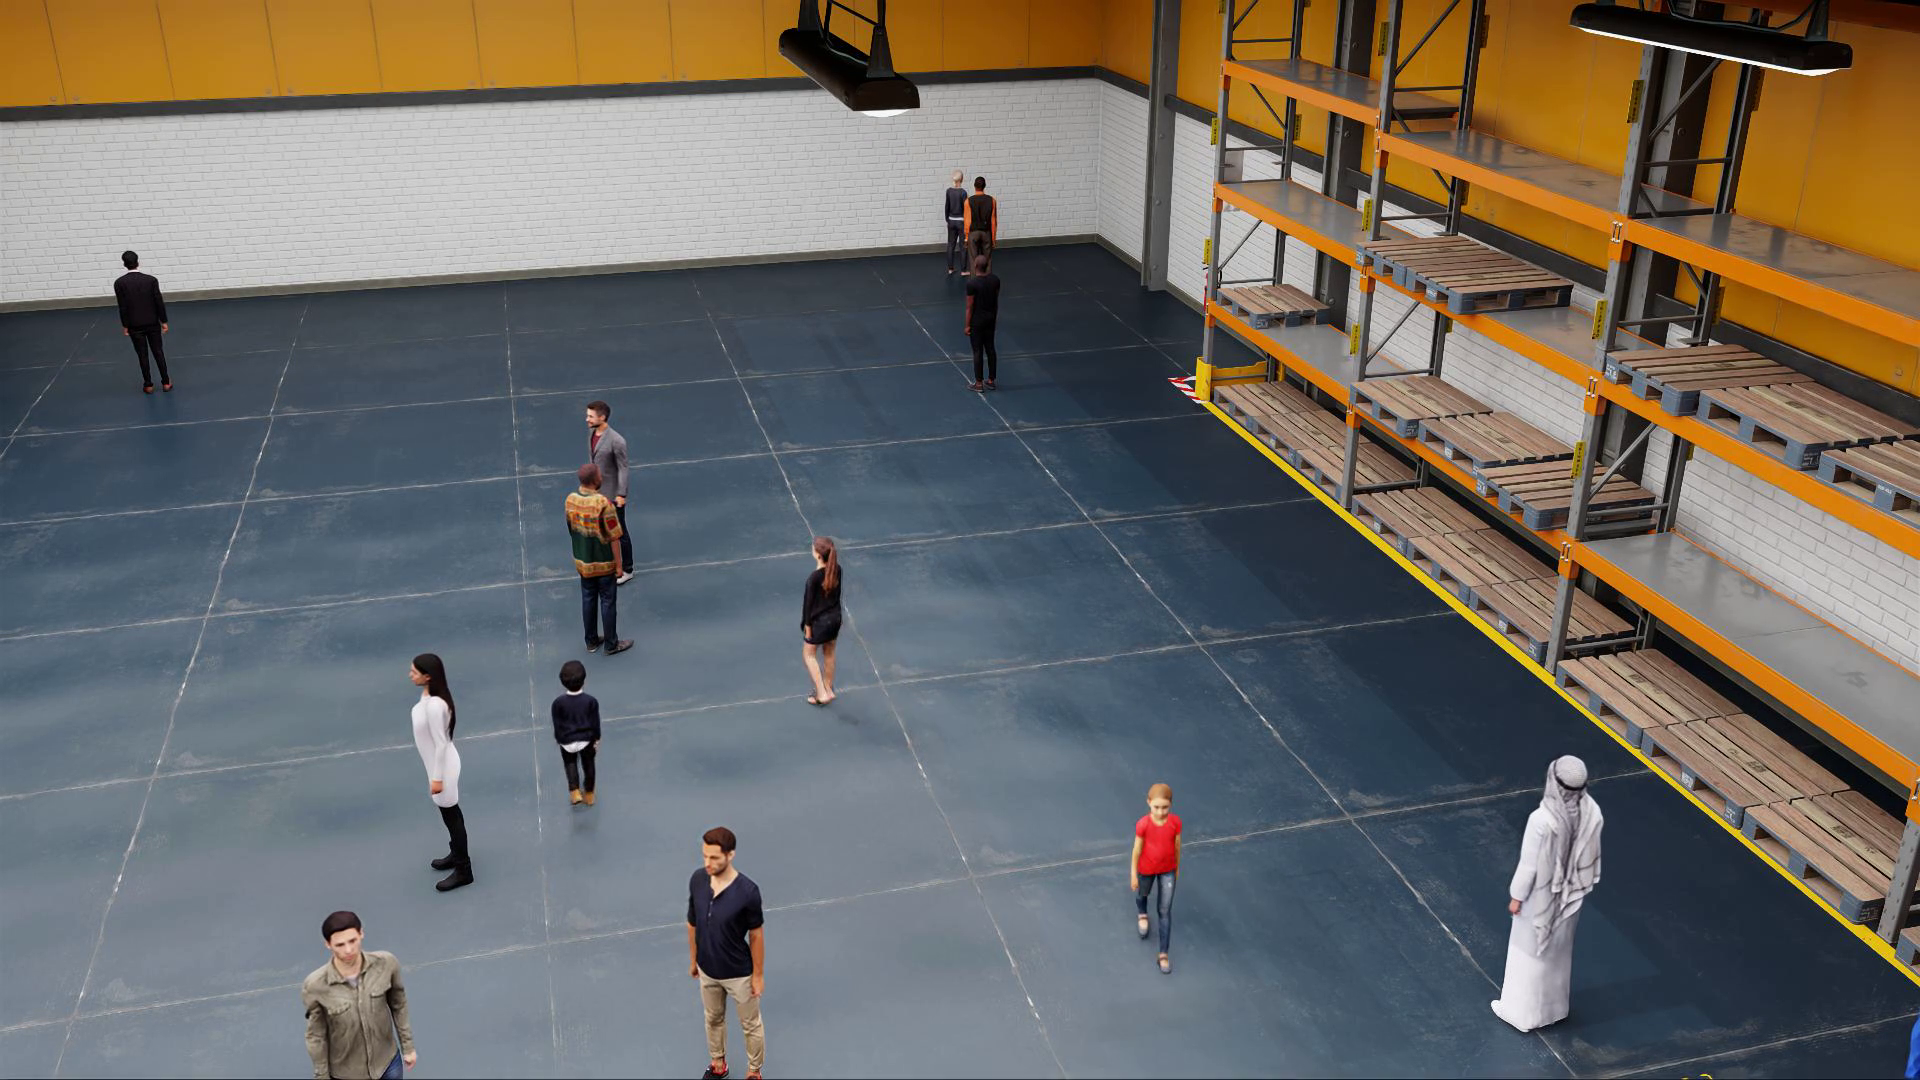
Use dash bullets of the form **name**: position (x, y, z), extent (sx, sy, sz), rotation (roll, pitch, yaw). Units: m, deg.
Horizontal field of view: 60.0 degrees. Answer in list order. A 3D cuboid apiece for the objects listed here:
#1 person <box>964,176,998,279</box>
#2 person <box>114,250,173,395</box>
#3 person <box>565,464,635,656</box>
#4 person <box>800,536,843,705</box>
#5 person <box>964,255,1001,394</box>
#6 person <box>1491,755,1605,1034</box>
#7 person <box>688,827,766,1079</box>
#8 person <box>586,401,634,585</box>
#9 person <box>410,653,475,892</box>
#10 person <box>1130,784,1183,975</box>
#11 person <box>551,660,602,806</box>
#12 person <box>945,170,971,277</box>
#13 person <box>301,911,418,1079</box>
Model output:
- **person**: position (0.319, -4.734, 26.041), extent (0.701, 1.908, 0.624), rotation (-4, 24, -9)
- **person**: position (-10.706, -2.861, 21.787), extent (0.755, 1.882, 0.646), rotation (-13, 27, -27)
- **person**: position (-3.275, 0.166, 14.958), extent (0.826, 1.806, 0.873), rotation (11, 26, 23)
- **person**: position (-1.118, 0.689, 14.082), extent (0.676, 1.549, 0.742), rotation (-18, 30, -36)
- **person**: position (0.297, -2.847, 21.836), extent (0.729, 1.819, 0.674), rotation (-14, 27, -29)
- **person**: position (3.630, 2.172, 10.220), extent (0.682, 1.927, 0.639), rotation (-8, 25, -17)
- **person**: position (-1.344, 2.457, 9.652), extent (0.707, 1.859, 0.733), rotation (9, 25, 20)
- **person**: position (-3.469, -0.485, 16.366), extent (0.735, 1.872, 0.844), rotation (19, 30, 37)
- **person**: position (-3.628, 1.600, 11.673), extent (0.681, 1.809, 0.493), rotation (-8, 25, -18)
- **person**: position (1.289, 2.153, 11.073), extent (0.627, 1.277, 0.936), rotation (-1, 24, -1)
- **person**: position (-2.905, 1.498, 12.643), extent (0.496, 1.219, 0.555), rotation (-6, 24, -14)
- **person**: position (-0.035, -5.252, 27.452), extent (0.666, 1.726, 0.734), rotation (14, 27, 29)
- **person**: position (-3.192, 2.780, 8.903), extent (0.777, 1.865, 0.731), rotation (-16, 28, -33)
